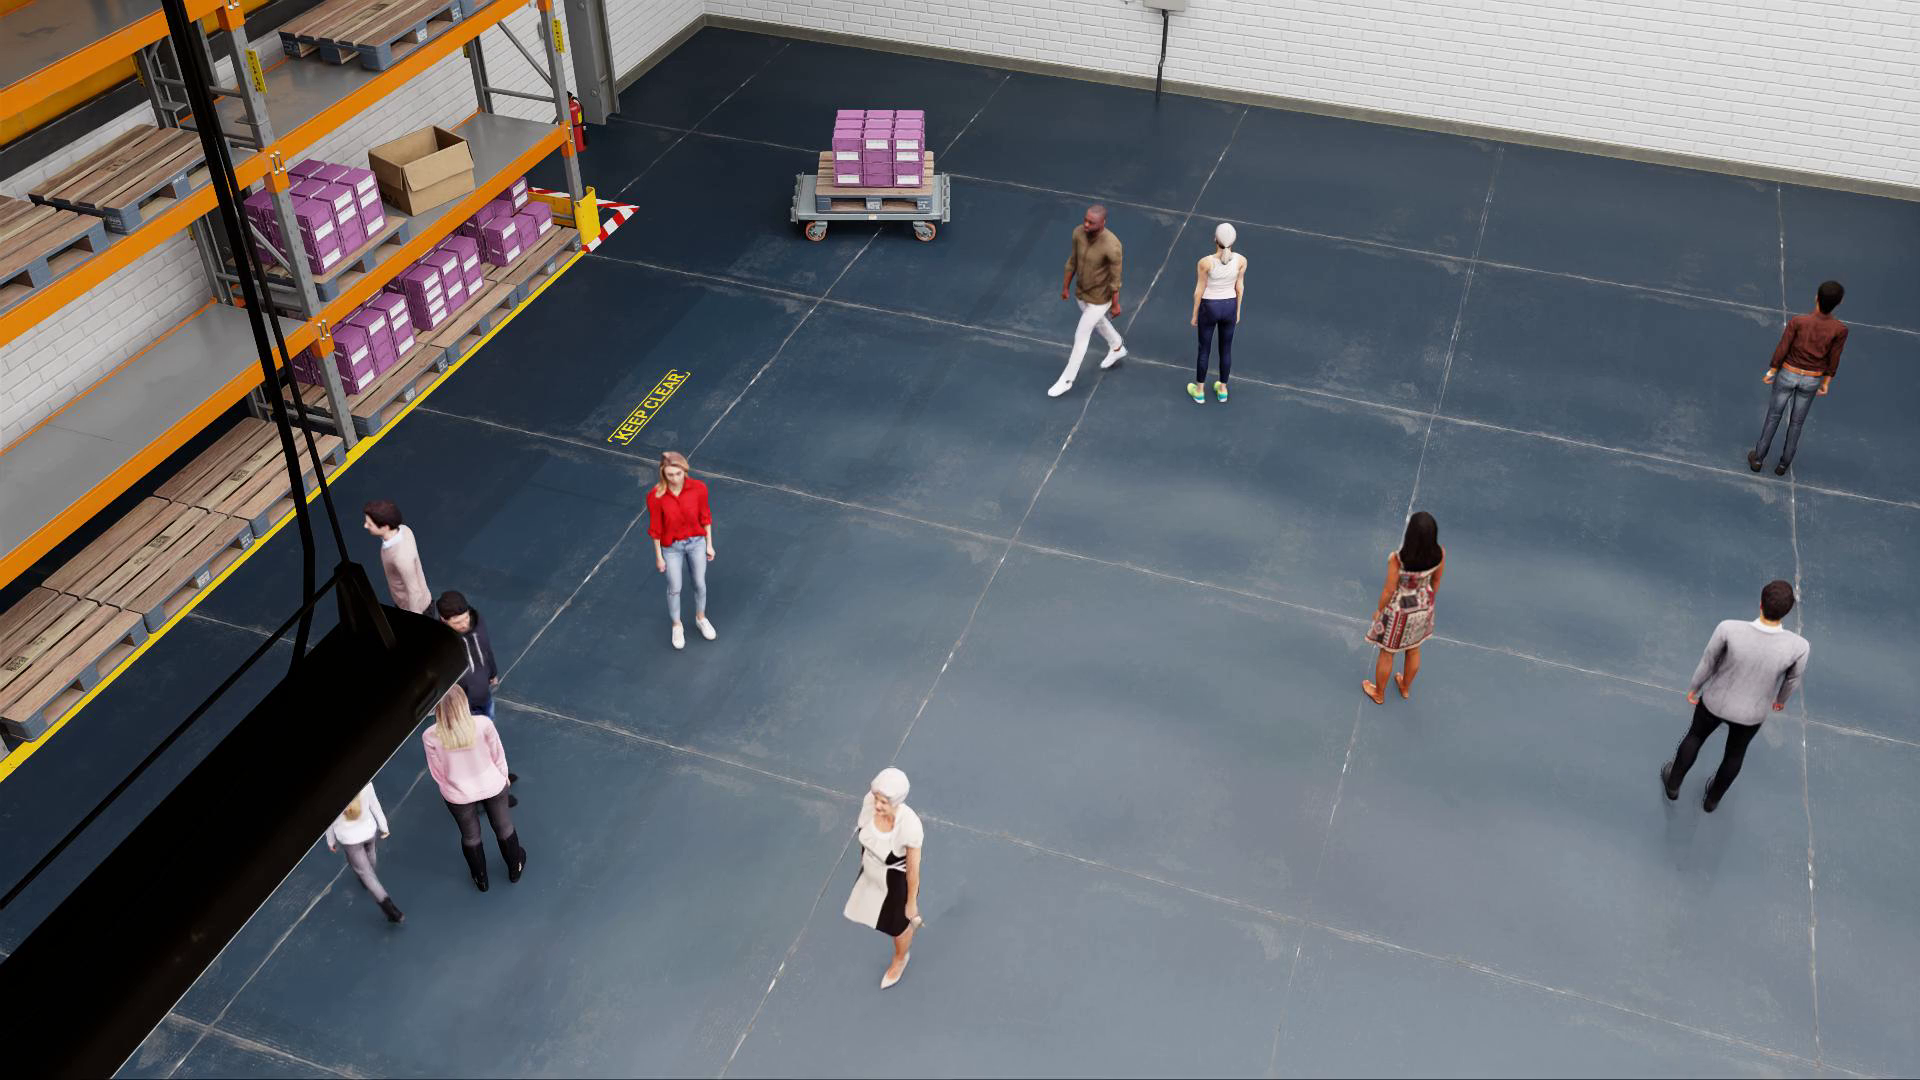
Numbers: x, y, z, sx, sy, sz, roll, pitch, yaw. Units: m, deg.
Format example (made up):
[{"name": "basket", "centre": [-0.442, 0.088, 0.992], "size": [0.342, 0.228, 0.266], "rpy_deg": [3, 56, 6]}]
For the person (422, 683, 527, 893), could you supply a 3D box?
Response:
[{"name": "person", "centre": [-2.984, 1.516, 10.214], "size": [0.686, 1.689, 0.722], "rpy_deg": [-11, 40, -13]}]

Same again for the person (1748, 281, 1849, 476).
[{"name": "person", "centre": [6.913, -1.326, 13.701], "size": [0.648, 1.779, 0.489], "rpy_deg": [13, 40, 16]}]

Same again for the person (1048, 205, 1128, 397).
[{"name": "person", "centre": [1.250, -2.191, 14.784], "size": [1.334, 1.779, 1.150], "rpy_deg": [-25, 45, -28]}]

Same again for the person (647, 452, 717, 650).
[{"name": "person", "centre": [-2.002, 0.048, 12.041], "size": [0.683, 1.703, 0.730], "rpy_deg": [-15, 41, -18]}]

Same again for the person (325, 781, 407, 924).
[{"name": "person", "centre": [-3.643, 1.839, 10.152], "size": [0.886, 1.260, 0.836], "rpy_deg": [-30, 47, -32]}]

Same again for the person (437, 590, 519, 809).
[{"name": "person", "centre": [-3.225, 1.020, 10.696], "size": [0.785, 1.863, 0.648], "rpy_deg": [11, 40, 14]}]

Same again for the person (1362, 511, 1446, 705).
[{"name": "person", "centre": [3.101, 0.472, 11.557], "size": [0.724, 1.645, 0.736], "rpy_deg": [-9, 40, -12]}]

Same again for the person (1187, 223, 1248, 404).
[{"name": "person", "centre": [2.262, -1.981, 14.585], "size": [0.679, 1.699, 0.692], "rpy_deg": [-5, 39, -7]}]

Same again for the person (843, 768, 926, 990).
[{"name": "person", "centre": [-0.342, 1.921, 9.663], "size": [0.884, 1.742, 0.801], "rpy_deg": [-32, 48, -33]}]

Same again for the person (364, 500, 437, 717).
[{"name": "person", "centre": [-3.772, 0.448, 11.457], "size": [0.757, 1.807, 0.692], "rpy_deg": [-15, 41, -18]}]

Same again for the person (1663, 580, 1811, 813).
[{"name": "person", "centre": [4.975, 1.045, 10.618], "size": [0.768, 1.921, 0.688], "rpy_deg": [15, 41, 18]}]
